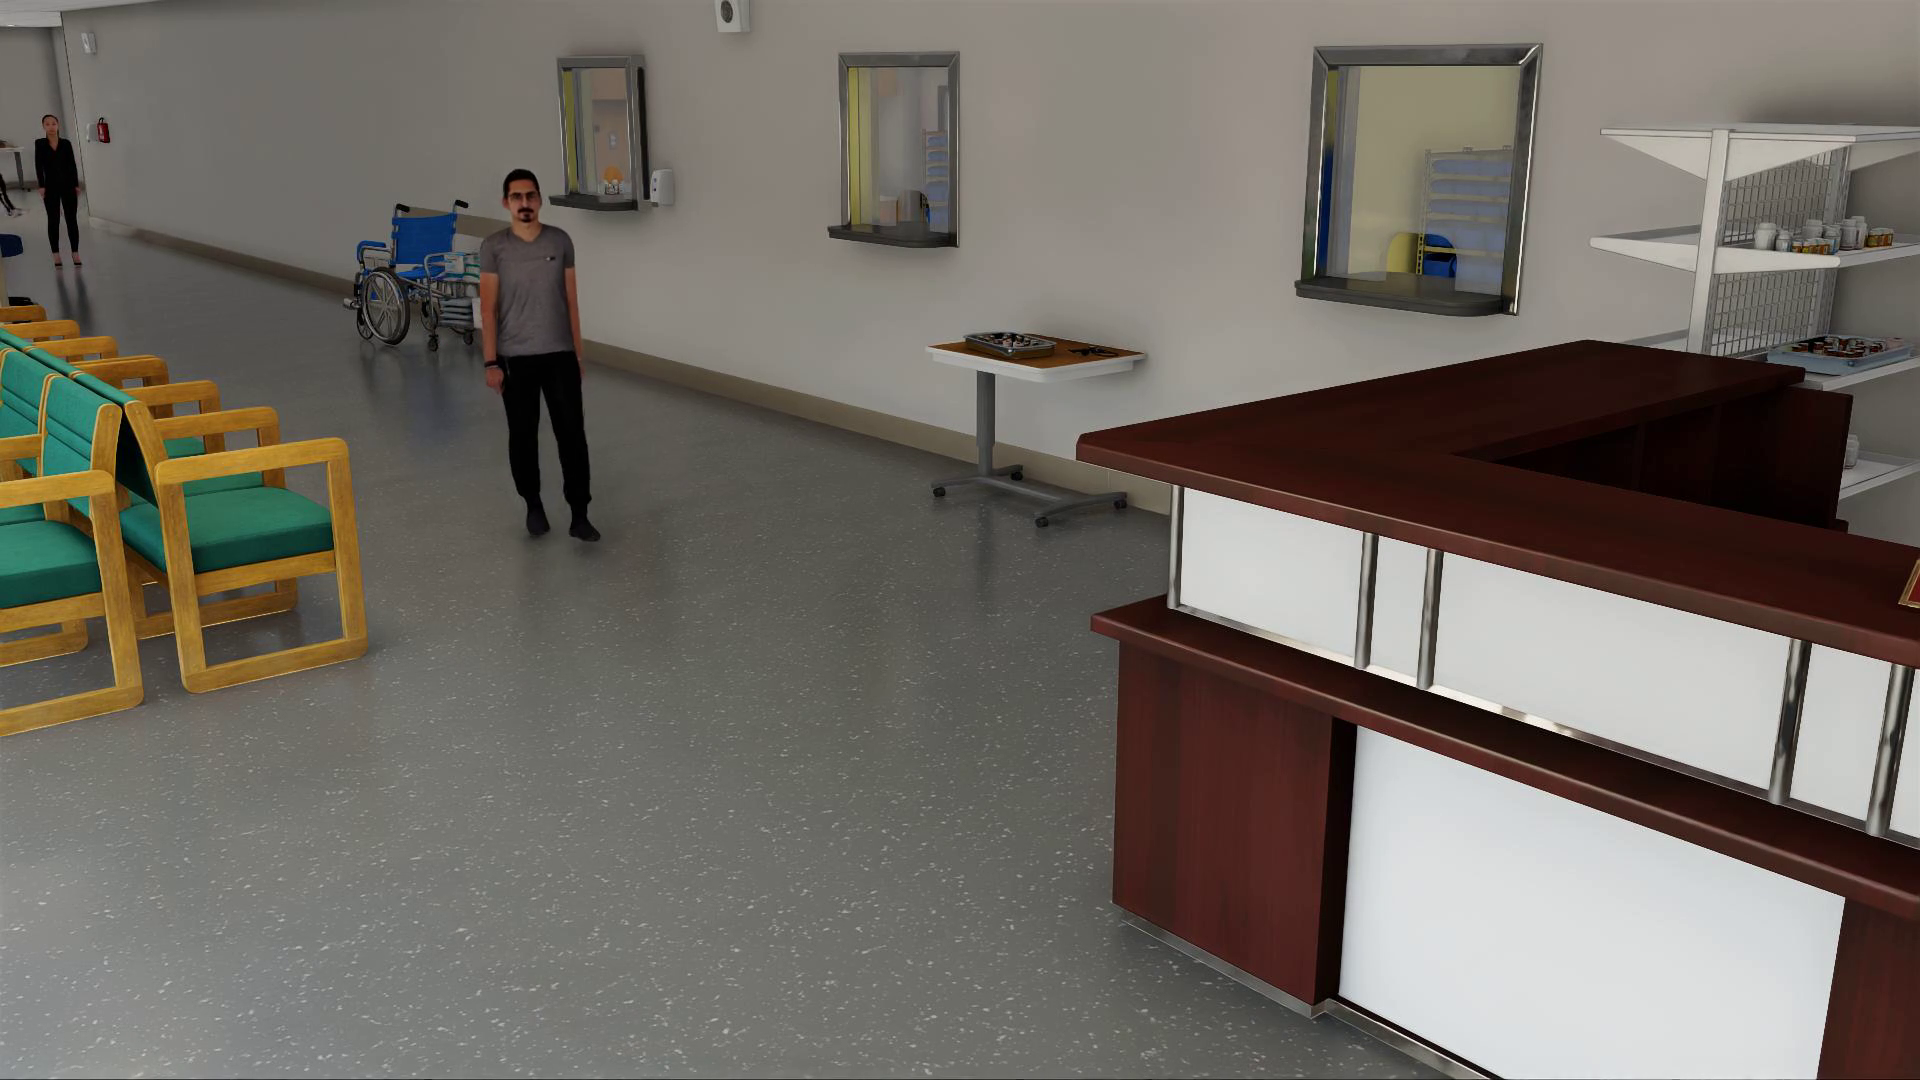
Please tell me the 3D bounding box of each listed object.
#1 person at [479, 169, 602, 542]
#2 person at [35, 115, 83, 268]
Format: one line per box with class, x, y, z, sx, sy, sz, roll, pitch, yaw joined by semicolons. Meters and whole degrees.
person;-2.040;-0.874;7.937;0.926;1.731;0.852;-7;17;-23
person;-10.341;-4.010;19.095;0.418;1.711;0.632;-12;20;-36
